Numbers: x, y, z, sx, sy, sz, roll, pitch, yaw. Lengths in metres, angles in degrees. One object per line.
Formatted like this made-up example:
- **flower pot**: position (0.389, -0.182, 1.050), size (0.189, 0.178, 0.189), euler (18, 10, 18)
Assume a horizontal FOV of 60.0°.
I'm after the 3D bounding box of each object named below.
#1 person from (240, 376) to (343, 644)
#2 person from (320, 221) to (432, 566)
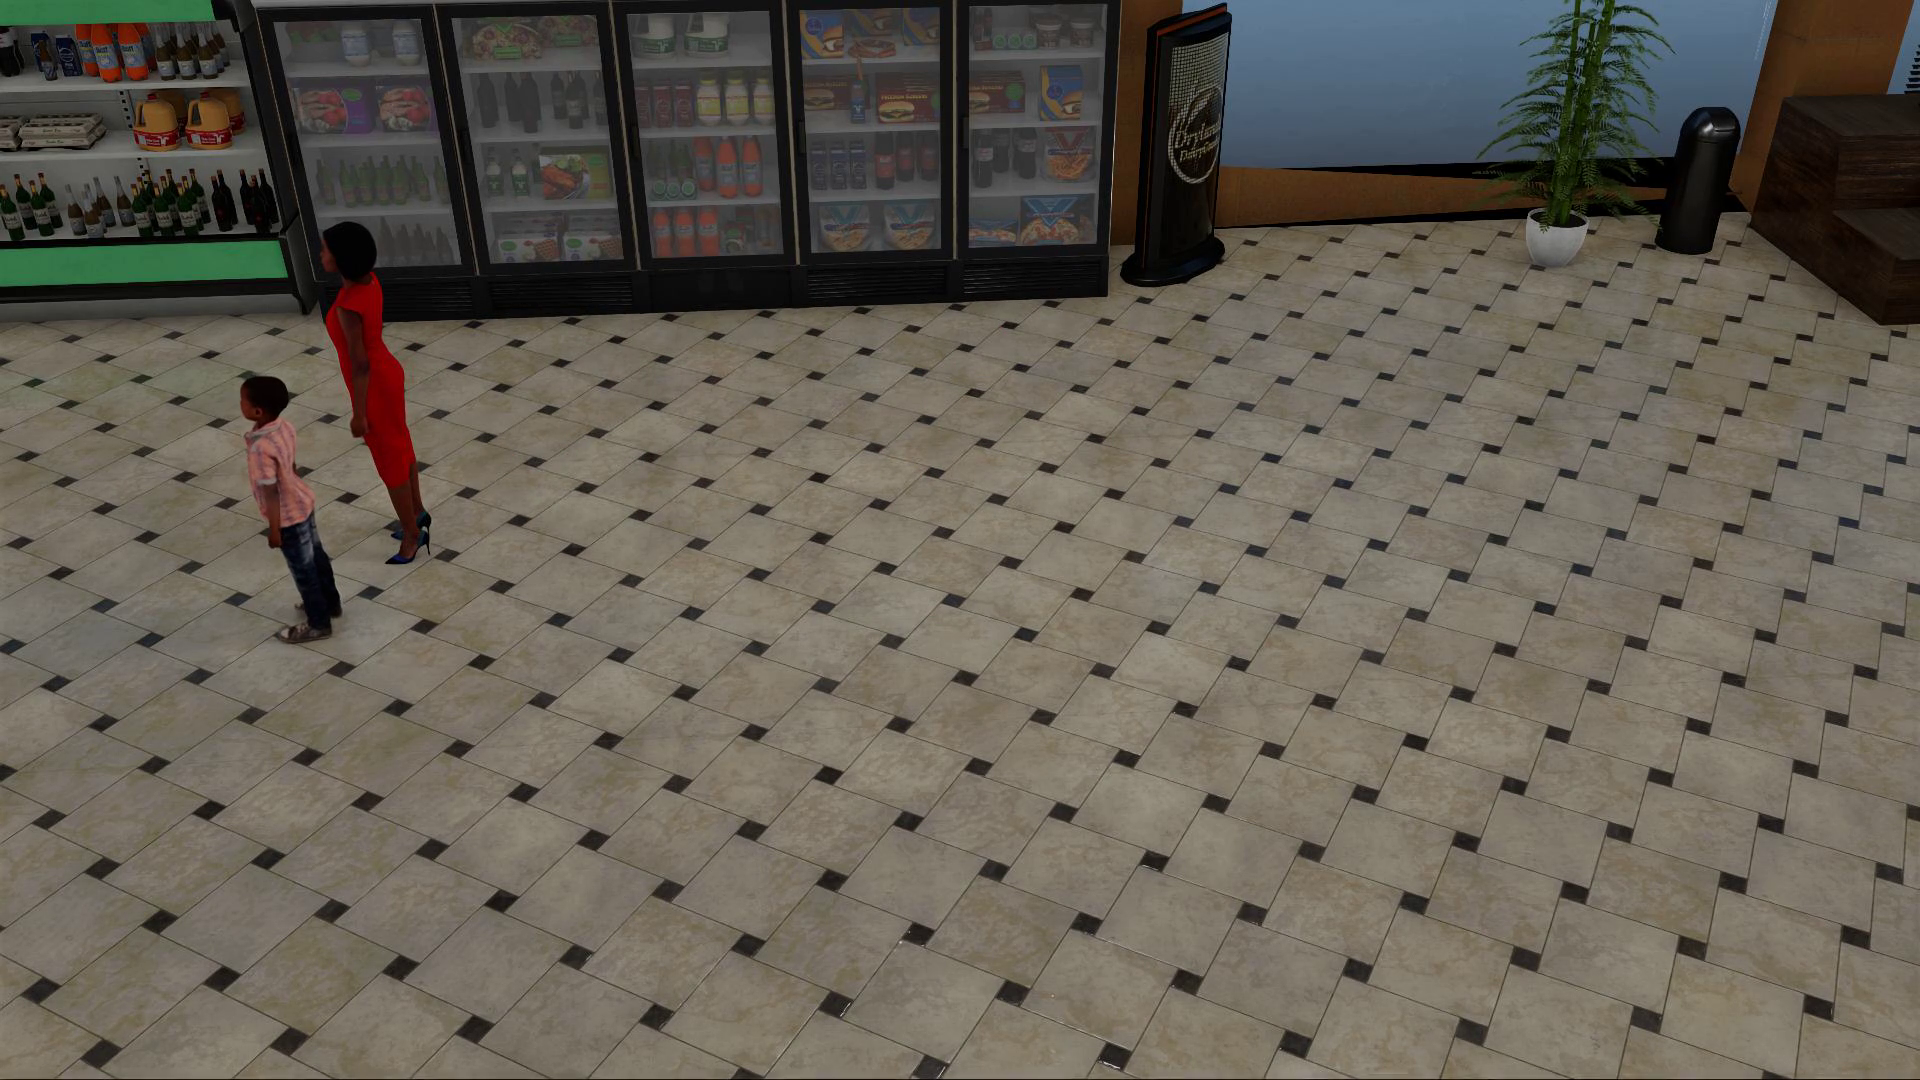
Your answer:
- **person**: position (-3.006, -0.144, 7.476), size (0.485, 1.306, 0.504), euler (-1, 32, -2)
- **person**: position (-2.779, -0.689, 7.939), size (0.488, 1.743, 0.565), euler (-3, 32, -5)
